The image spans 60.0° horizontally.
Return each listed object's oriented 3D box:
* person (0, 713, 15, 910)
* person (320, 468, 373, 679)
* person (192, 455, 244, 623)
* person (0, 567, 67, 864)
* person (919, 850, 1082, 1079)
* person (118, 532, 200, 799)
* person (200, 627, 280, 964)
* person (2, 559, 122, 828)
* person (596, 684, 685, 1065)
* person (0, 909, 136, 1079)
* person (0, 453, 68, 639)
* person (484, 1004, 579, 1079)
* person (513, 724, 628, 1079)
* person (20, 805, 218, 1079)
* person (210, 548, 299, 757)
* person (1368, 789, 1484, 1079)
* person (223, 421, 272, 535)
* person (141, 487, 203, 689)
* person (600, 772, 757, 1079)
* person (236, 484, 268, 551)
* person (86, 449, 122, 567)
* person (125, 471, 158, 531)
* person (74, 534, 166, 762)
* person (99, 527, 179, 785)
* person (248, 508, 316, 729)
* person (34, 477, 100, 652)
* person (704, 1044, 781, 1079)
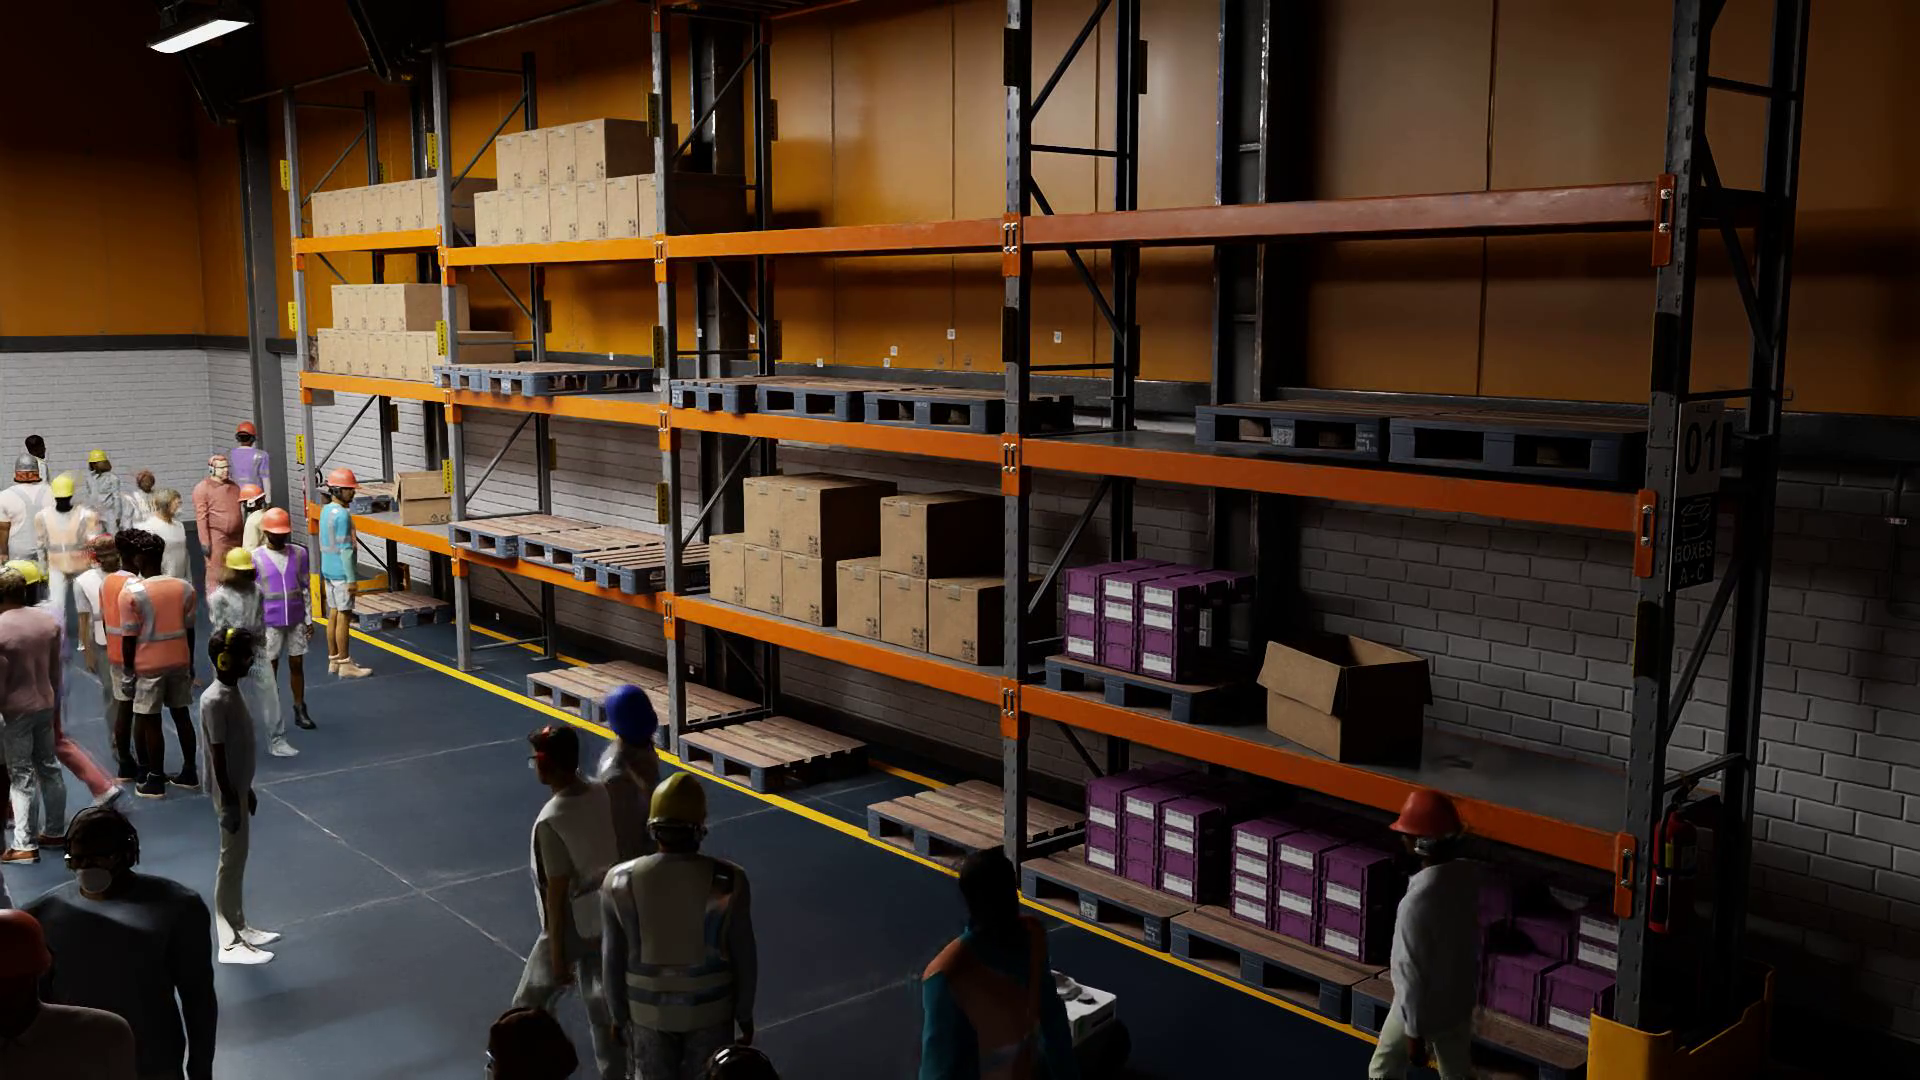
[{"bbox_3d":[-5.166,1.479,8.679,0.521,1.865,0.328,4,9,27],"label":"person"},{"bbox_3d":[-5.975,0.321,16.125,0.395,2.039,0.606,-6,10,-36],"label":"person"},{"bbox_3d":[-8.376,-0.016,18.924,0.410,1.909,0.643,3,9,19],"label":"person"},{"bbox_3d":[-6.107,1.134,10.812,0.371,1.941,0.627,2,8,12],"label":"person"},{"bbox_3d":[0.160,1.929,5.585,0.902,1.856,0.583,4,9,25],"label":"person"},{"bbox_3d":[-5.906,0.918,12.276,0.384,1.959,0.599,4,9,26],"label":"person"},{"bbox_3d":[-4.003,1.403,9.209,0.325,1.864,0.512,-2,8,-15],"label":"person"},{"bbox_3d":[-6.380,1.056,11.538,0.886,1.889,0.596,-1,8,-9],"label":"person"},{"bbox_3d":[-1.507,1.585,7.896,0.450,1.887,0.690,0,8,-3],"label":"person"},{"bbox_3d":[-2.631,1.991,4.715,0.617,1.986,0.408,-4,9,-24],"label":"person"},{"bbox_3d":[-9.925,0.079,17.796,0.681,2.000,0.538,-7,11,-39],"label":"person"},{"bbox_3d":[-1.235,2.143,4.858,0.268,1.632,0.509,-5,10,-32],"label":"person"},{"bbox_3d":[-1.803,1.700,7.345,0.766,1.807,0.558,2,9,16],"label":"person"},{"bbox_3d":[-2.923,1.857,5.790,0.638,1.938,0.357,-2,8,-14],"label":"person"},{"bbox_3d":[-5.613,0.912,13.149,0.813,1.707,0.491,5,10,32],"label":"person"},{"bbox_3d":[1.923,1.846,6.688,0.556,1.731,0.821,-8,11,-42],"label":"person"},{"bbox_3d":[-9.575,-0.577,22.400,0.604,2.034,0.417,-1,8,-4],"label":"person"},{"bbox_3d":[-7.347,0.464,15.534,0.433,1.917,0.654,0,8,1],"label":"person"},{"bbox_3d":[-1.084,1.809,6.488,0.592,1.832,0.404,0,8,-1],"label":"person"},{"bbox_3d":[-7.370,0.279,17.444,0.355,1.742,0.574,-1,8,-4],"label":"person"},{"bbox_3d":[-11.119,-0.312,21.580,0.495,1.736,0.321,2,8,13],"label":"person"},{"bbox_3d":[-9.851,-0.042,20.187,0.537,1.588,0.881,-6,10,-38],"label":"person"},{"bbox_3d":[-6.635,0.851,13.160,0.509,1.824,0.587,7,11,40],"label":"person"},{"bbox_3d":[-6.191,0.878,12.498,0.614,1.963,0.361,6,10,35],"label":"person"},{"bbox_3d":[-5.735,0.678,14.052,0.548,1.925,0.392,-7,11,-42],"label":"person"},{"bbox_3d":[-9.116,0.282,16.995,0.600,1.858,0.999,-3,9,-17],"label":"person"},{"bbox_3d":[-0.503,2.144,4.130,0.508,1.842,0.332,-8,11,-44],"label":"person"}]
